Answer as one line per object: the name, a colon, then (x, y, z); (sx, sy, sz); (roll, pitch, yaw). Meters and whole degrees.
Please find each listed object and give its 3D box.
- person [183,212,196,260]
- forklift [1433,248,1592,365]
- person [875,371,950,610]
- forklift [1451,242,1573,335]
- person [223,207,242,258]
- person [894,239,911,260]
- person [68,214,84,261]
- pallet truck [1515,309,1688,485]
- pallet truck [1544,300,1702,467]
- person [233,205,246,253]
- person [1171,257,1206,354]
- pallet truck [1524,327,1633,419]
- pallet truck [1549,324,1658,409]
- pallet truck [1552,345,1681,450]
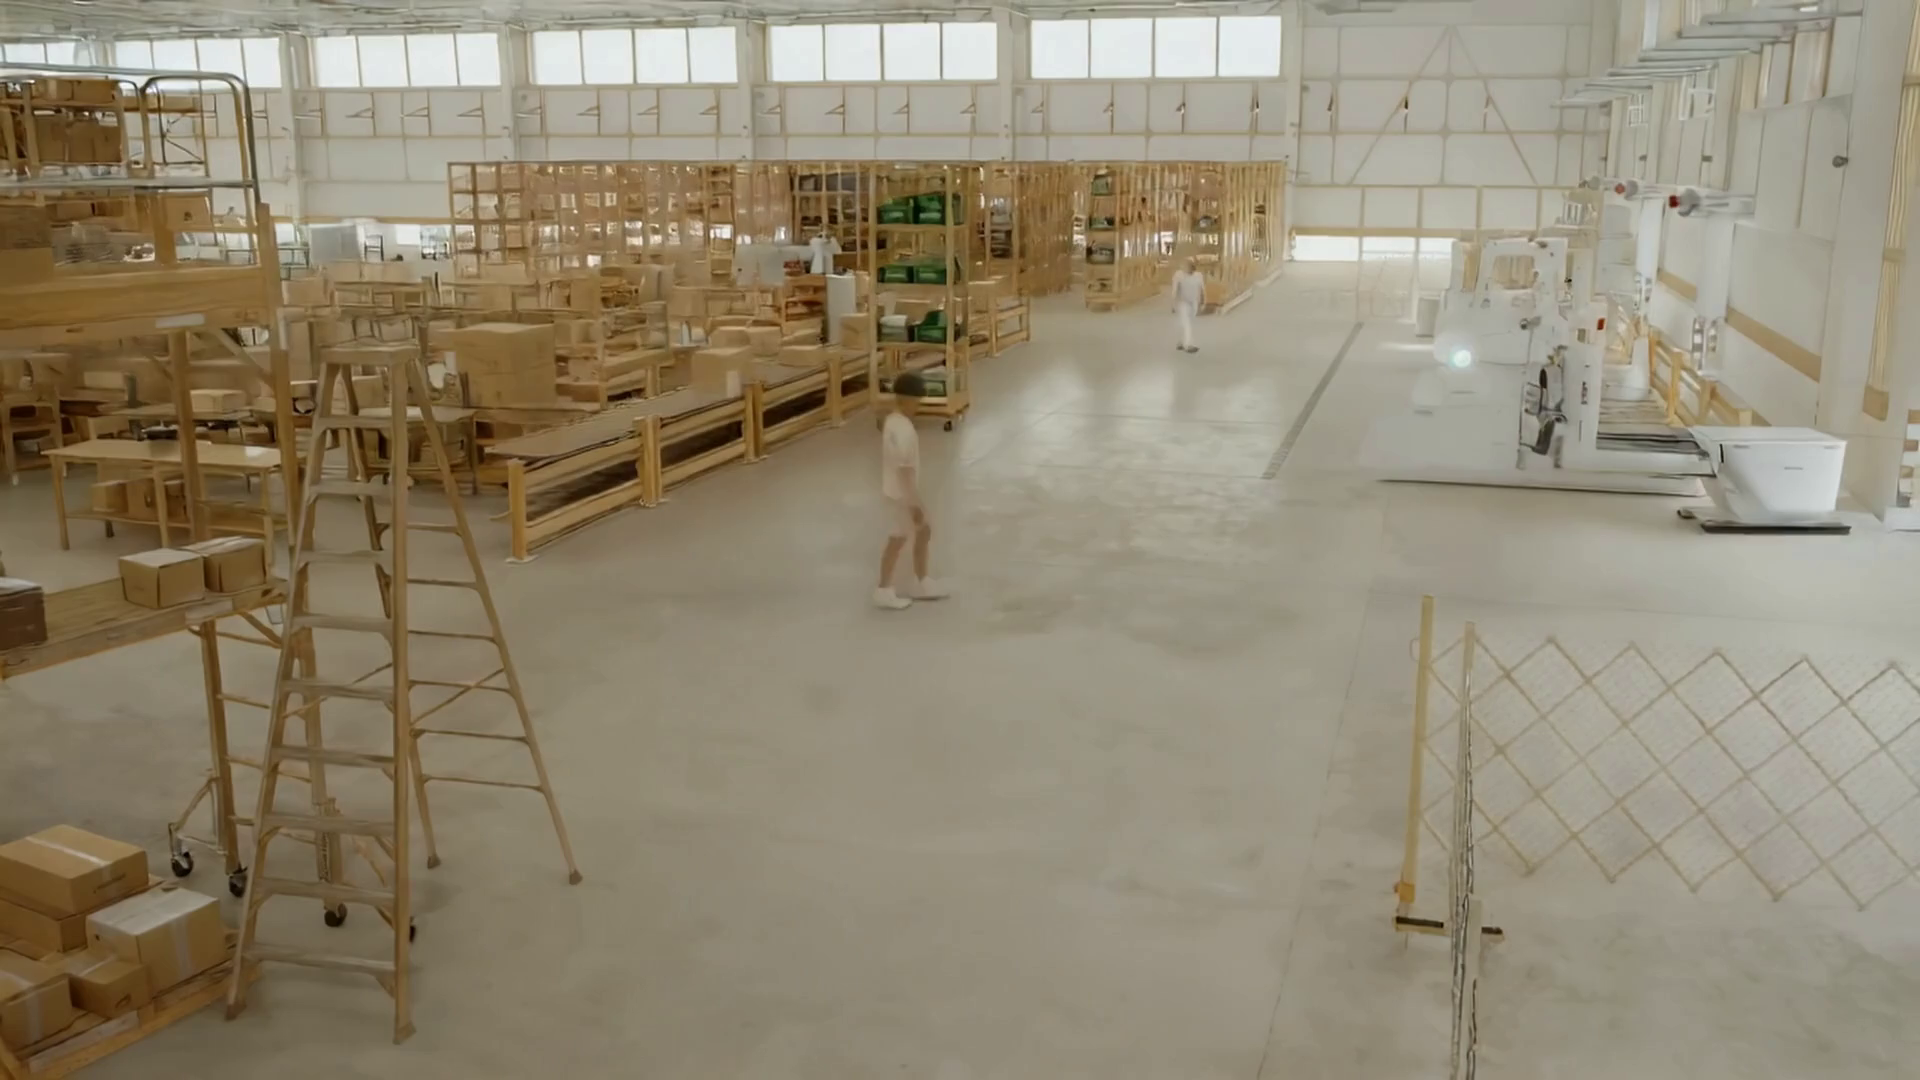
person: (-27.768, -10.933, 59.934); (0.522, 1.768, 0.312); (4, 14, 18)
forklift: (9.780, -4.111, 29.280); (2.680, 1.987, 1.157); (3, 13, 14)
person: (-0.366, -0.398, 13.889); (0.807, 2.012, 0.640); (-1, 13, -4)
forklift: (10.464, -4.597, 31.405); (2.680, 1.987, 1.157); (4, 14, 16)
person: (-25.651, -10.742, 58.714); (0.656, 1.947, 0.628); (-10, 16, -36)
person: (-1.435, -6.249, 39.575); (0.600, 1.817, 0.422); (-10, 16, -36)
person: (-28.734, -9.634, 54.056); (0.549, 1.883, 0.985); (3, 13, 15)
pallet truck: (7.554, -1.677, 19.446); (1.885, 1.965, 0.823); (3, 13, 14)
pallet truck: (8.263, -1.952, 20.631); (1.885, 1.965, 0.823); (5, 14, 20)
person: (-27.567, -11.796, 63.377); (0.958, 1.908, 0.615); (6, 14, 25)
person: (4.432, -4.557, 32.221); (0.658, 1.849, 1.049); (-6, 14, -24)
pallet truck: (9.065, -2.460, 24.370); (1.522, 1.261, 0.704); (3, 13, 14)
pallet truck: (9.824, -2.669, 25.407); (1.601, 1.201, 0.680); (4, 14, 16)
pallet truck: (8.641, -1.896, 21.908); (1.630, 1.274, 0.653); (4, 14, 16)
